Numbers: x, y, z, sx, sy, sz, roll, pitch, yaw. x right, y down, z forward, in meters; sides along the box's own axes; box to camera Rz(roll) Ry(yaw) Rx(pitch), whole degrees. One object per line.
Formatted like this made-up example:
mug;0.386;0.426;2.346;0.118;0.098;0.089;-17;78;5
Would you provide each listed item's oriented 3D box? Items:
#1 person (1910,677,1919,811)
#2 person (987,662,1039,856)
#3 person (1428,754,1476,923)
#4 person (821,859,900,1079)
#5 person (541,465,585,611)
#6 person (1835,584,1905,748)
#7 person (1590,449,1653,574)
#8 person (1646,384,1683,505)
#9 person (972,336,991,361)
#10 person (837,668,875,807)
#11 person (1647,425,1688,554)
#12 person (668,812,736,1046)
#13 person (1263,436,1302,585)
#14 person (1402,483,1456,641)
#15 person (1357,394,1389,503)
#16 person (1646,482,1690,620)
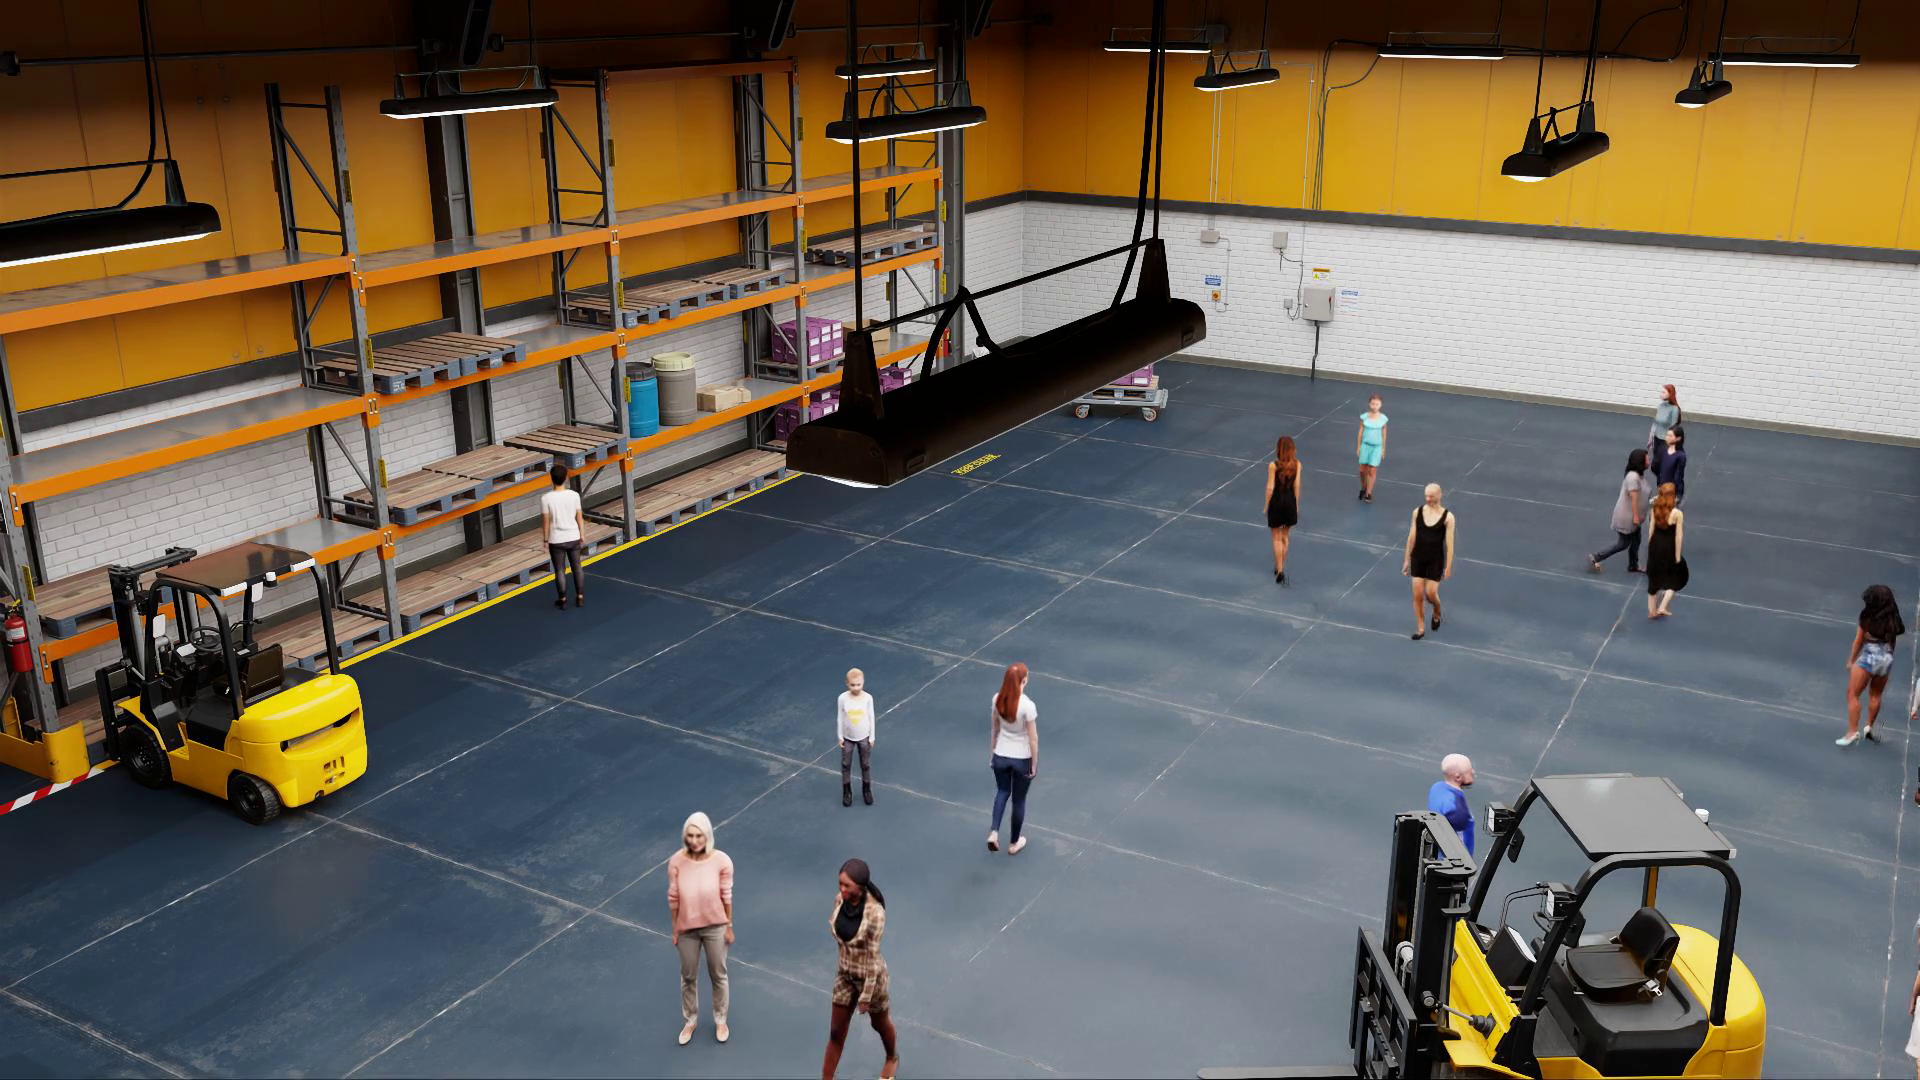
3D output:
person;8.590;1.546;14.455;0.739;1.860;0.829;6;20;18
person;0.395;1.854;13.741;0.588;1.731;0.765;10;21;26
person;3.508;2.379;12.009;0.818;1.842;0.703;-1;19;-2
person;-0.568;2.845;10.775;0.682;1.746;1.100;13;23;34
person;-4.623;-0.042;19.386;0.653;1.721;0.765;-9;21;-26
person;8.750;1.199;15.892;0.811;1.600;0.855;0;19;1
person;8.169;-0.333;20.462;0.753;1.587;0.902;8;20;22
person;9.871;-1.321;23.163;0.767;1.734;0.700;-2;19;-6
person;0.347;-2.898;28.591;0.543;1.258;0.581;1;19;3
person;-0.931;1.736;14.803;0.568;1.277;0.614;-1;19;-3
person;9.093;-0.628;21.124;0.823;1.723;0.763;-3;19;-9
person;-1.765;2.641;11.415;0.679;1.724;0.690;0;19;-1
person;3.912;-0.357;20.149;0.776;1.831;0.839;-4;19;-12
person;5.238;0.223;18.480;0.704;1.798;0.765;13;23;34
person;5.799;-1.308;23.407;0.604;1.555;0.629;6;20;17
person;7.975;0.151;18.987;0.745;1.611;0.706;-12;22;-31
